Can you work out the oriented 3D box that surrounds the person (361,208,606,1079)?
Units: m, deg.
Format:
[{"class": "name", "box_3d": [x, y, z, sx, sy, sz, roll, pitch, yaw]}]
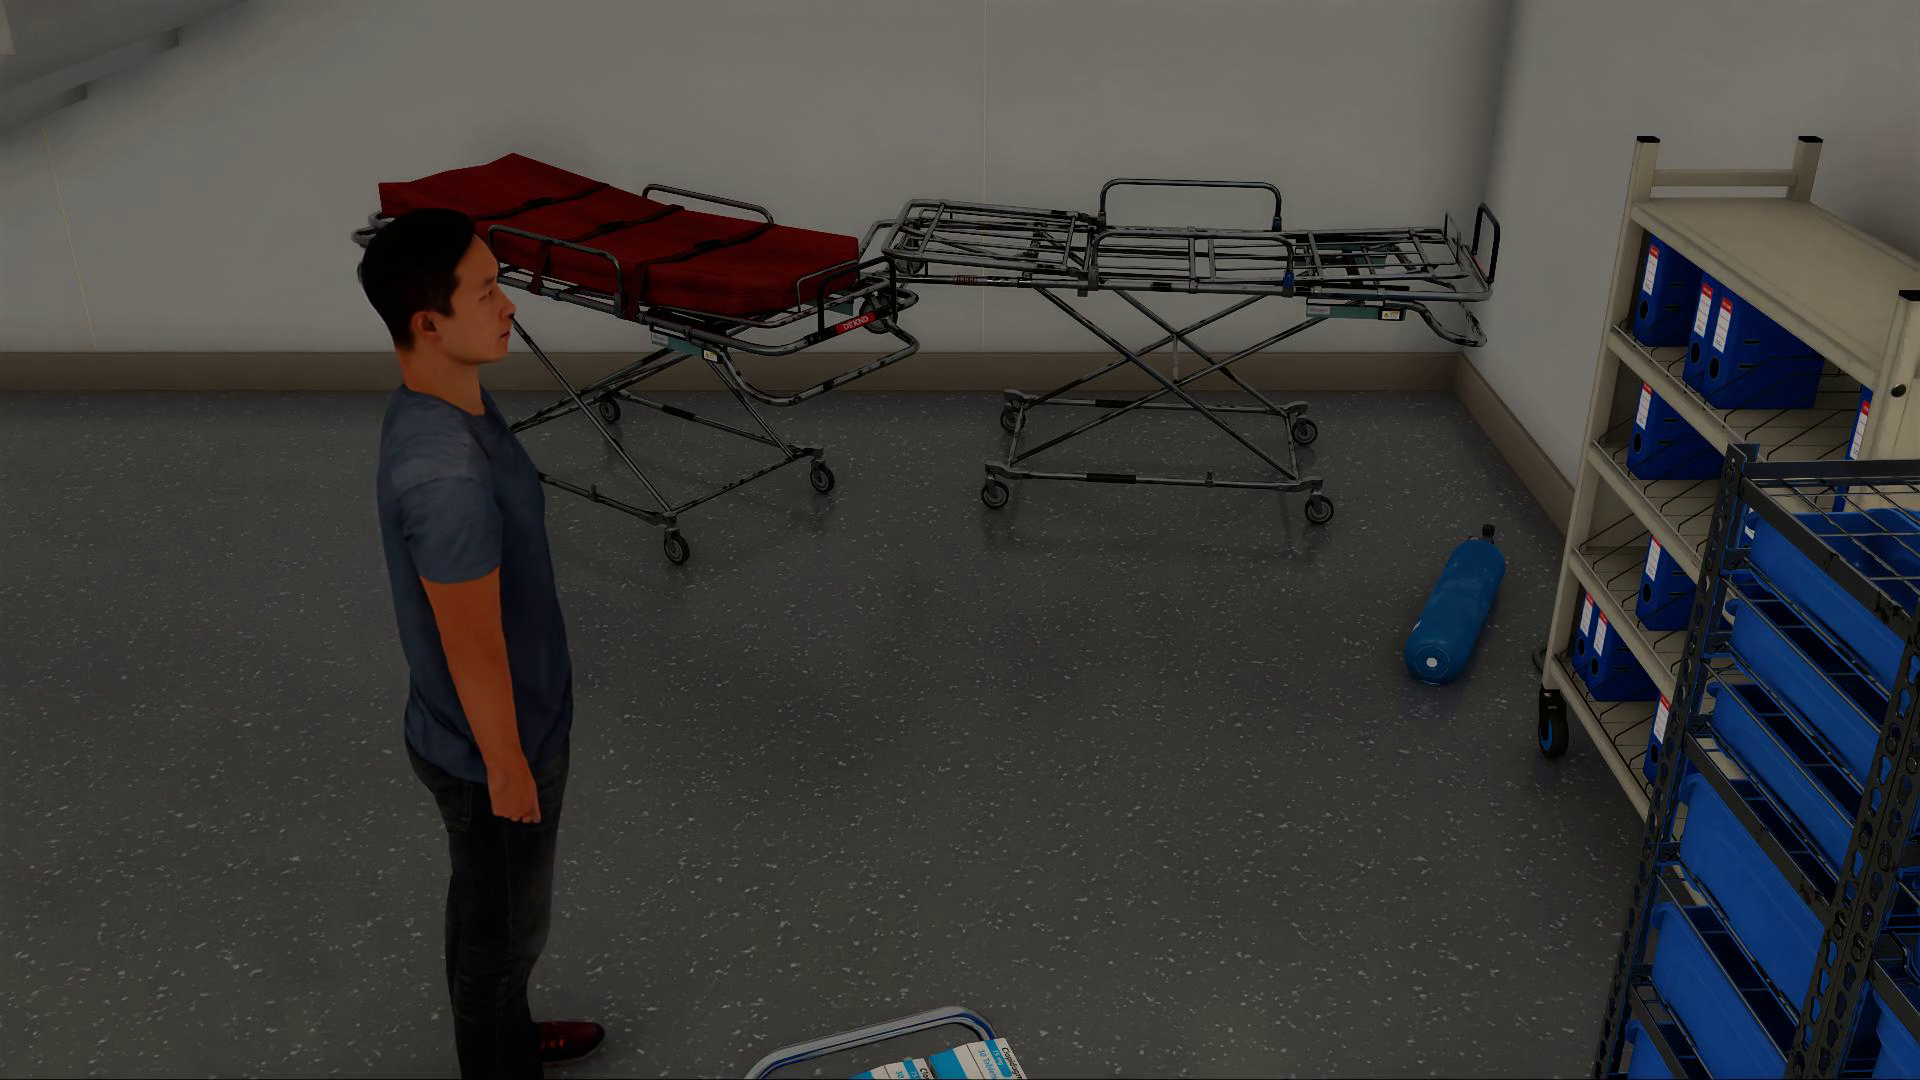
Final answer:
[{"class": "person", "box_3d": [-0.849, 0.304, 2.959, 0.636, 1.809, 0.715, -7, 27, -15]}]
